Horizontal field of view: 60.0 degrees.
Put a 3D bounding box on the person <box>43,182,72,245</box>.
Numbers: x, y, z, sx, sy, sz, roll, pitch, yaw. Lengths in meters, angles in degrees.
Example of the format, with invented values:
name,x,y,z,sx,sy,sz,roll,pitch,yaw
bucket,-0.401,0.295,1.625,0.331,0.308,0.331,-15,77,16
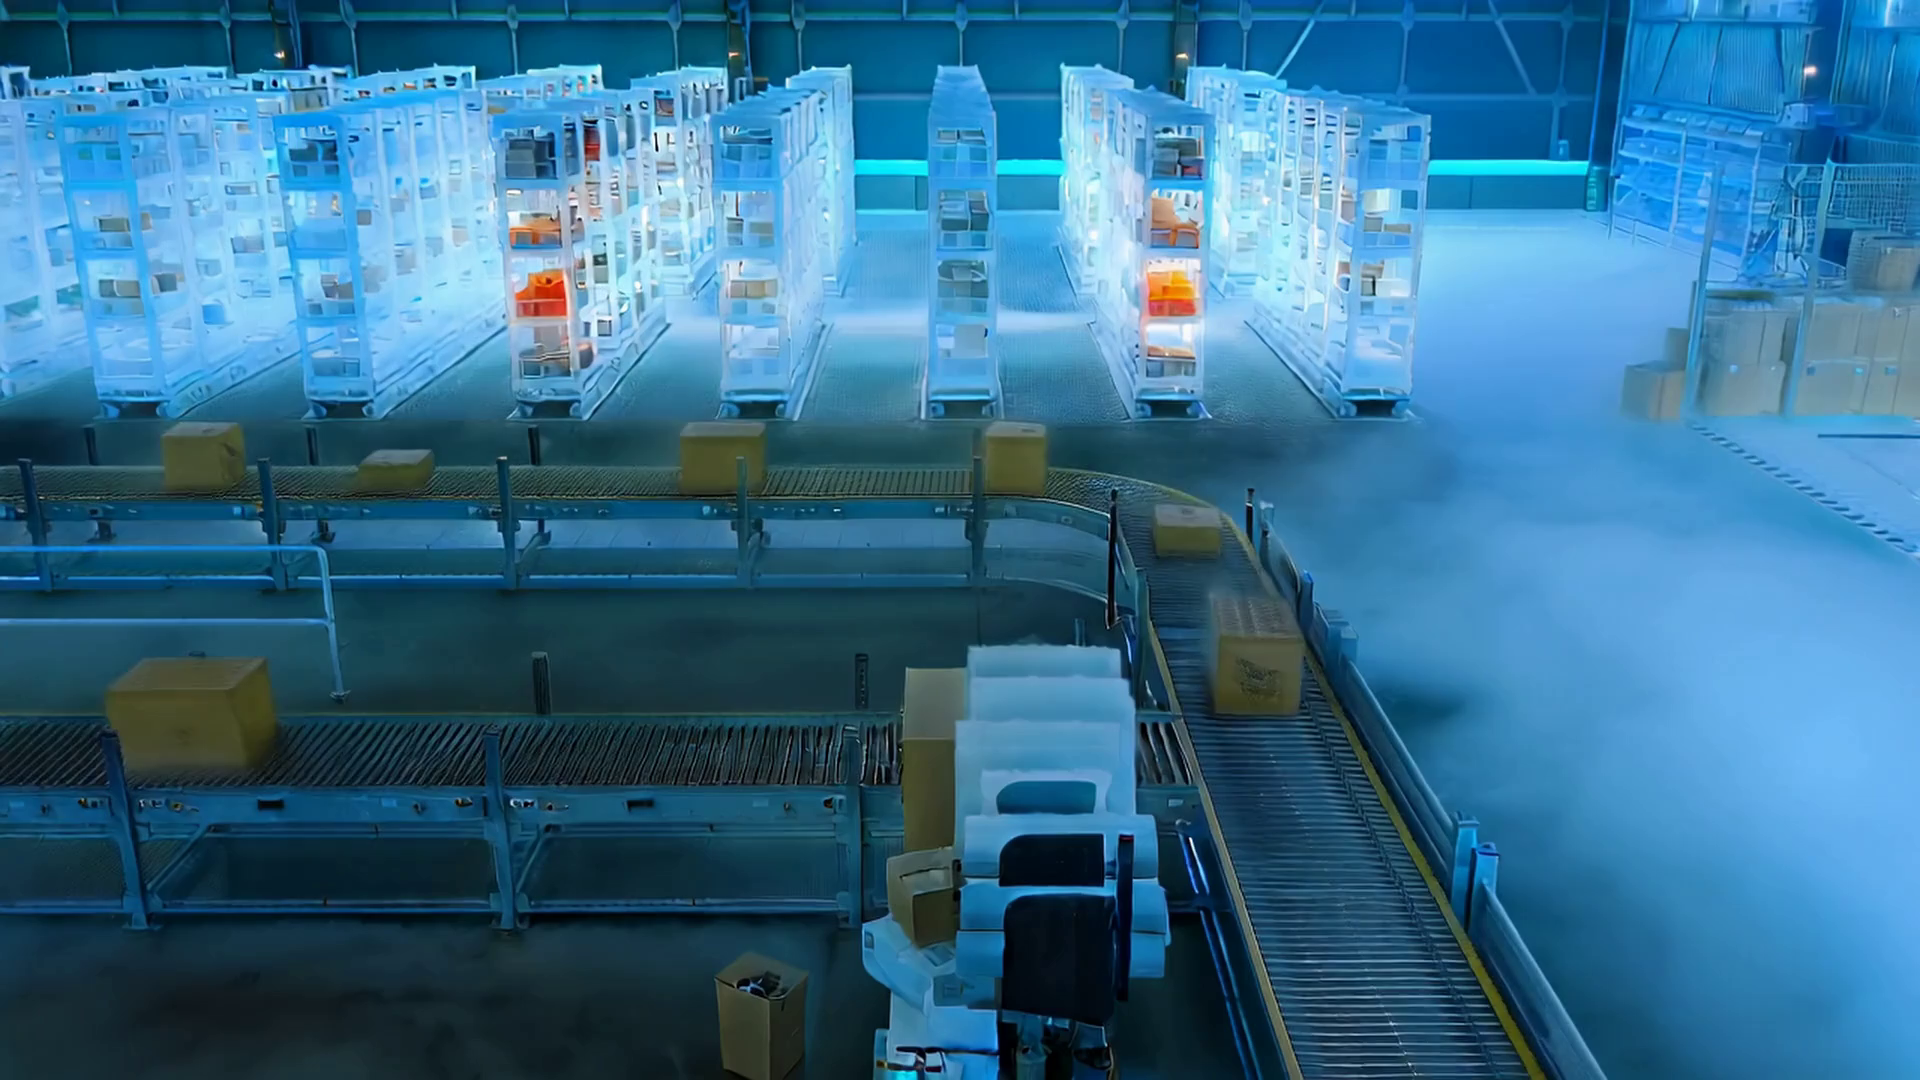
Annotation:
name,x,y,z,sx,sy,sz,roll,pitch,yaw
person,-16.762,-5.862,30.813,0.618,1.780,0.949,-5,19,-16
